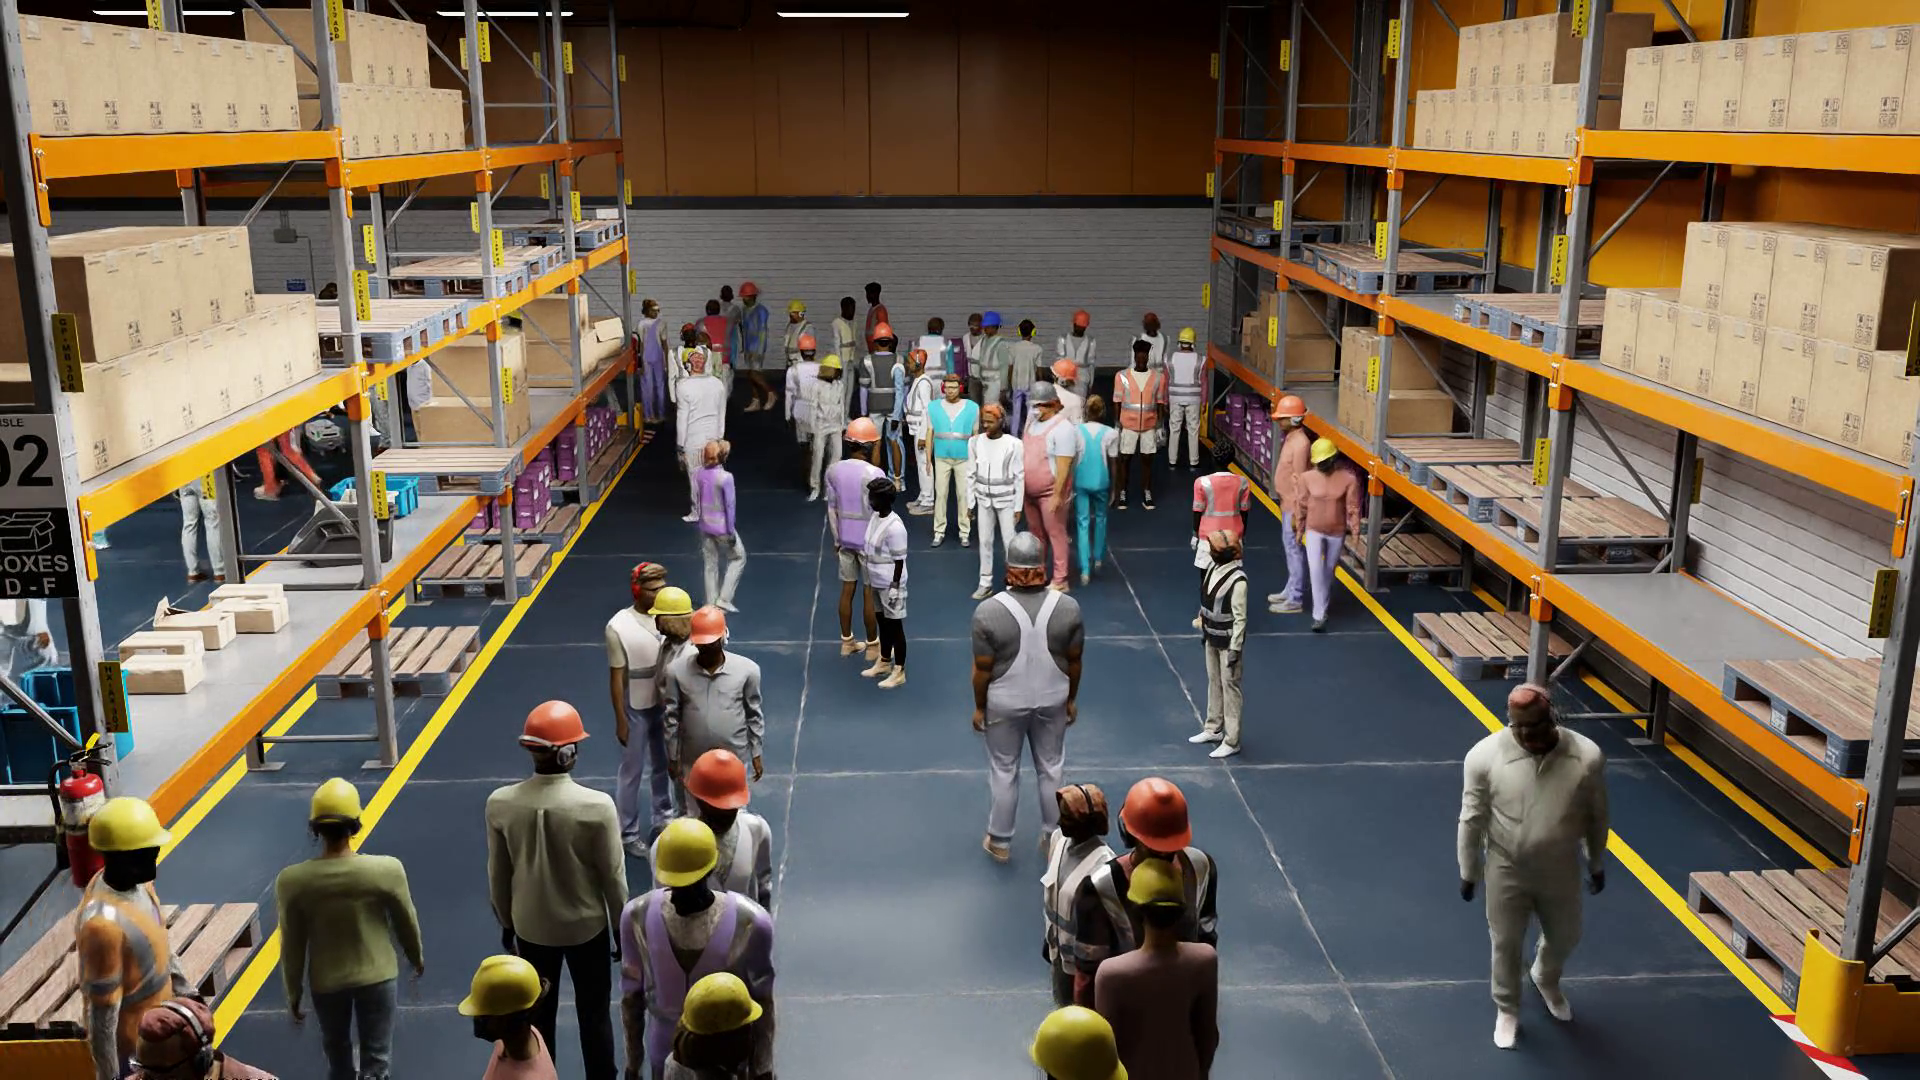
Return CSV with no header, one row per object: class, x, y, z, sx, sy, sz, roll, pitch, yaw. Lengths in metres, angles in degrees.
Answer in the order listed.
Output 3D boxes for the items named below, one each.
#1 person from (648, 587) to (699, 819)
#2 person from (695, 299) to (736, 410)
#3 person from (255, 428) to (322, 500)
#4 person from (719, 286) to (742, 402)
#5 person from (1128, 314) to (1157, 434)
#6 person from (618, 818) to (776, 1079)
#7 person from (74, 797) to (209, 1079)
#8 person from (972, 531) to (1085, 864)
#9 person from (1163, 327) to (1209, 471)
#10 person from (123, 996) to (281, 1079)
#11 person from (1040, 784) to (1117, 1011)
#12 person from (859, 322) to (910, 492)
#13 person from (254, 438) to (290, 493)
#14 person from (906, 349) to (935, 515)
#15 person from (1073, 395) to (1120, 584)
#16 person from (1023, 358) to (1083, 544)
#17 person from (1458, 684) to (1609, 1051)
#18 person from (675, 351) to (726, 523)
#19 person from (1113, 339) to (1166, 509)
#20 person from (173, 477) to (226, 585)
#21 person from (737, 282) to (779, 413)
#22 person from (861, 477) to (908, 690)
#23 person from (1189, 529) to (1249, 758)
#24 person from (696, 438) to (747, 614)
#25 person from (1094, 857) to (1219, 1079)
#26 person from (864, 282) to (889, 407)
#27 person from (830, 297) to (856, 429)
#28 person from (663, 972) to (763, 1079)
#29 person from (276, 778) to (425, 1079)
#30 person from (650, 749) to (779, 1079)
person,-1.679,1.119,9.917,0.299,1.745,0.483,-7,16,-25
person,-3.601,-2.630,24.493,0.639,1.821,0.522,-3,15,-12
person,-7.954,-1.397,19.393,0.787,1.957,0.642,7,16,24
person,-3.674,-3.153,26.559,0.541,1.806,0.911,1,14,5
person,2.672,-2.363,23.667,0.567,1.708,0.870,1,14,4
person,-0.996,1.946,6.312,0.594,1.923,0.385,1,14,3
person,-3.259,1.898,6.605,0.998,1.877,0.590,-5,15,-20
person,0.382,0.936,10.044,0.688,2.000,0.536,-3,15,-12
person,2.867,-1.786,21.144,0.594,1.832,0.404,4,15,14
person,-2.300,2.270,5.084,0.643,1.905,0.399,-2,14,-6
person,0.529,1.839,7.300,0.306,1.639,0.523,-8,16,-29
person,-0.906,-1.578,19.901,0.608,2.048,0.370,-2,14,-8
person,-8.412,-1.597,19.987,0.536,2.000,0.685,-1,14,-5
person,-0.442,-1.229,18.854,0.337,1.882,0.584,-1,14,-5
person,1.284,-0.531,16.270,0.527,1.798,0.906,1,14,4
person,0.935,-0.931,17.536,0.802,1.971,0.496,8,16,29
person,2.741,1.539,8.033,0.701,1.869,0.627,2,14,9
person,-2.902,-1.142,18.471,0.644,1.907,0.400,-14,20,-43
person,2.048,-1.322,19.055,0.606,1.967,0.367,-1,14,-2
person,-7.308,-0.527,15.991,0.635,1.937,0.352,3,15,10
person,-3.100,-2.908,25.212,0.584,2.012,0.616,-12,19,-39
person,-0.588,0.330,13.117,0.319,1.693,0.532,-7,16,-25
person,1.850,0.716,11.708,0.310,1.640,0.514,-4,15,-17
person,-2.148,-0.105,14.941,0.543,1.621,0.396,13,19,42
person,0.719,2.040,6.295,0.530,1.756,0.348,-6,16,-24
person,-1.278,-2.980,25.570,0.374,1.963,0.607,-5,15,-17
person,-1.692,-2.553,24.010,0.397,1.906,0.676,5,15,19
person,-0.790,2.238,5.525,0.316,1.742,0.492,-11,18,-36
person,-2.597,1.825,7.188,0.543,1.719,0.904,-2,14,-8
person,-0.969,1.804,6.893,0.561,1.904,0.836,-7,16,-25
